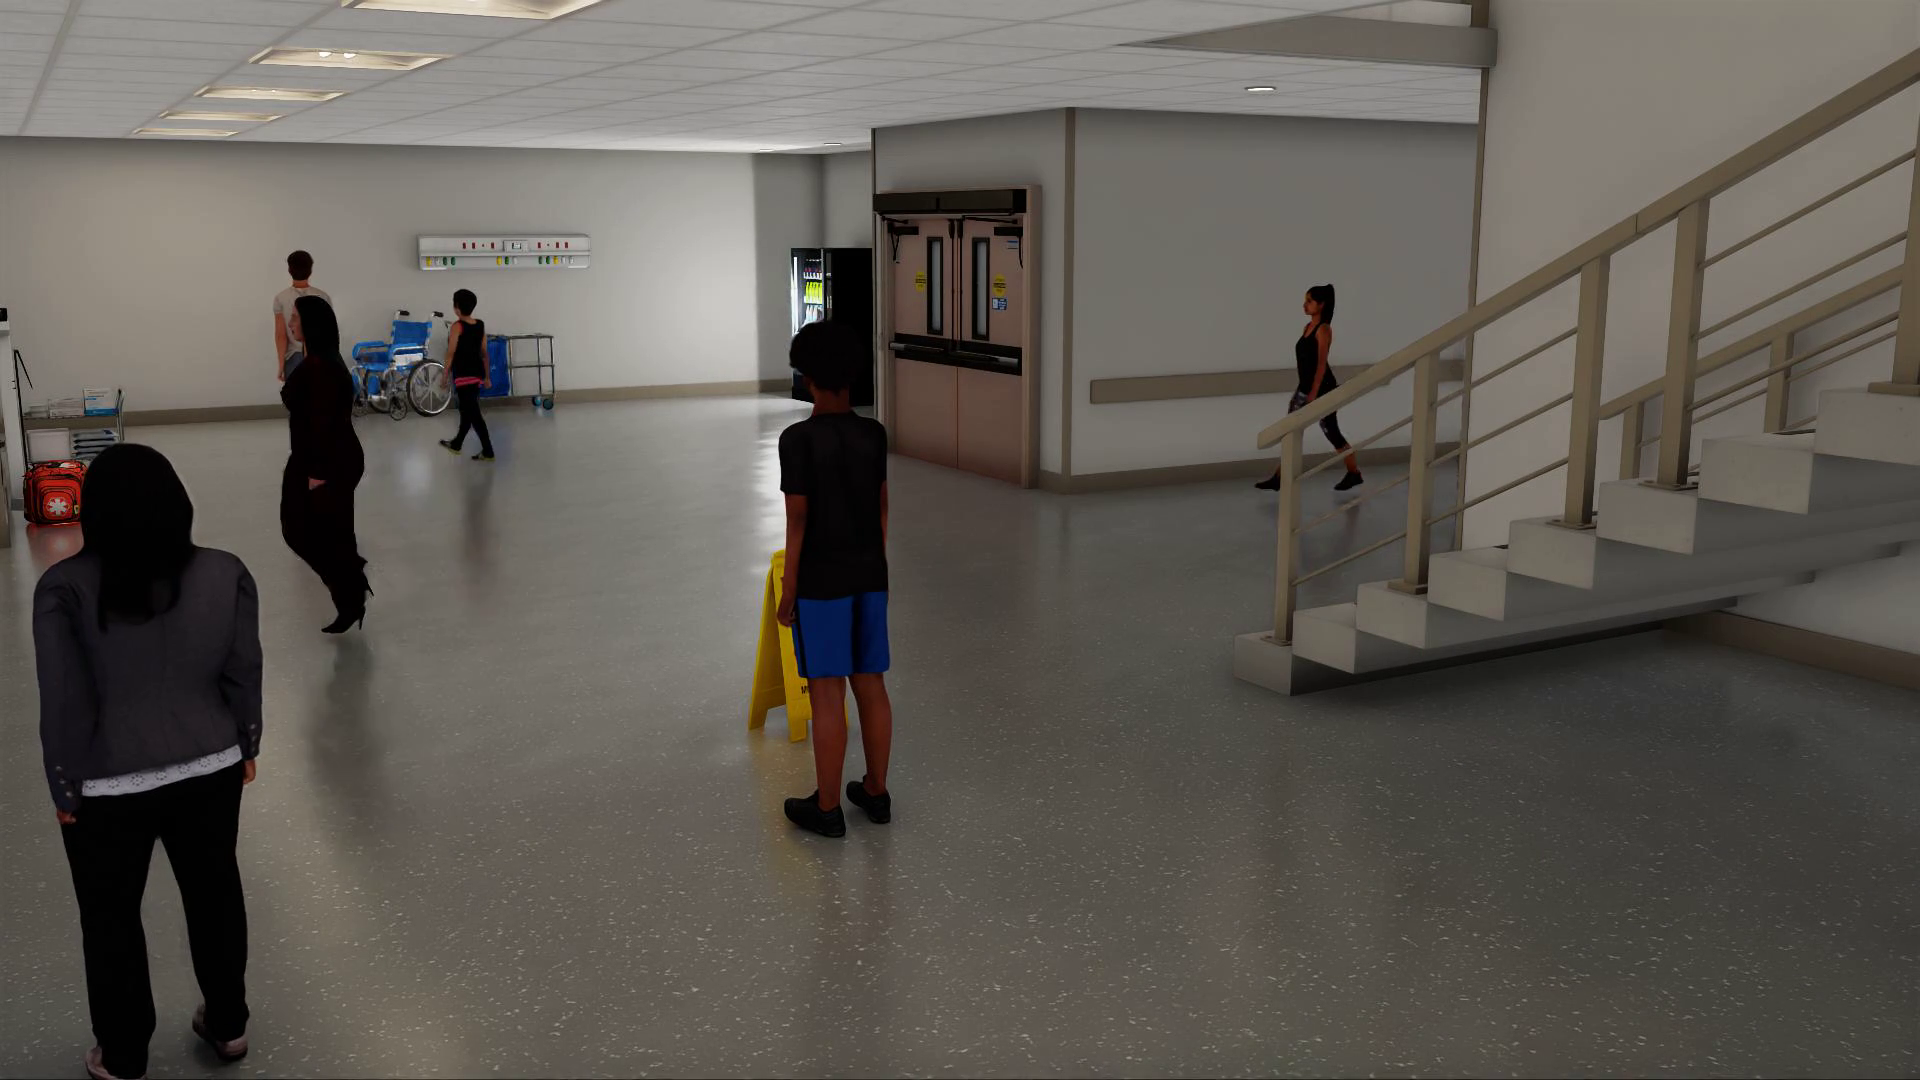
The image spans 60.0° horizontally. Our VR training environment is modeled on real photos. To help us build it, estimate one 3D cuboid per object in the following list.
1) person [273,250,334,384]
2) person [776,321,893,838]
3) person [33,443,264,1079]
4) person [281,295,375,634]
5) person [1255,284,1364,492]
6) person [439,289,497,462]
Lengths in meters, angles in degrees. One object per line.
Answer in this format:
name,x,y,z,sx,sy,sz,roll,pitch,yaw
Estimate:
person,-5.565,-1.513,14.178,0.644,1.899,0.544,-6,13,-31
person,-0.416,0.134,5.786,0.624,1.792,0.596,-8,13,-36
person,-1.986,0.557,4.097,0.728,1.591,0.725,-10,15,-44
person,-3.189,-0.382,8.624,0.703,1.747,0.578,-6,12,-28
person,2.867,-1.144,12.997,0.868,1.615,1.114,-3,11,-13
person,-4.319,-1.442,14.816,1.030,1.522,0.898,4,12,22
